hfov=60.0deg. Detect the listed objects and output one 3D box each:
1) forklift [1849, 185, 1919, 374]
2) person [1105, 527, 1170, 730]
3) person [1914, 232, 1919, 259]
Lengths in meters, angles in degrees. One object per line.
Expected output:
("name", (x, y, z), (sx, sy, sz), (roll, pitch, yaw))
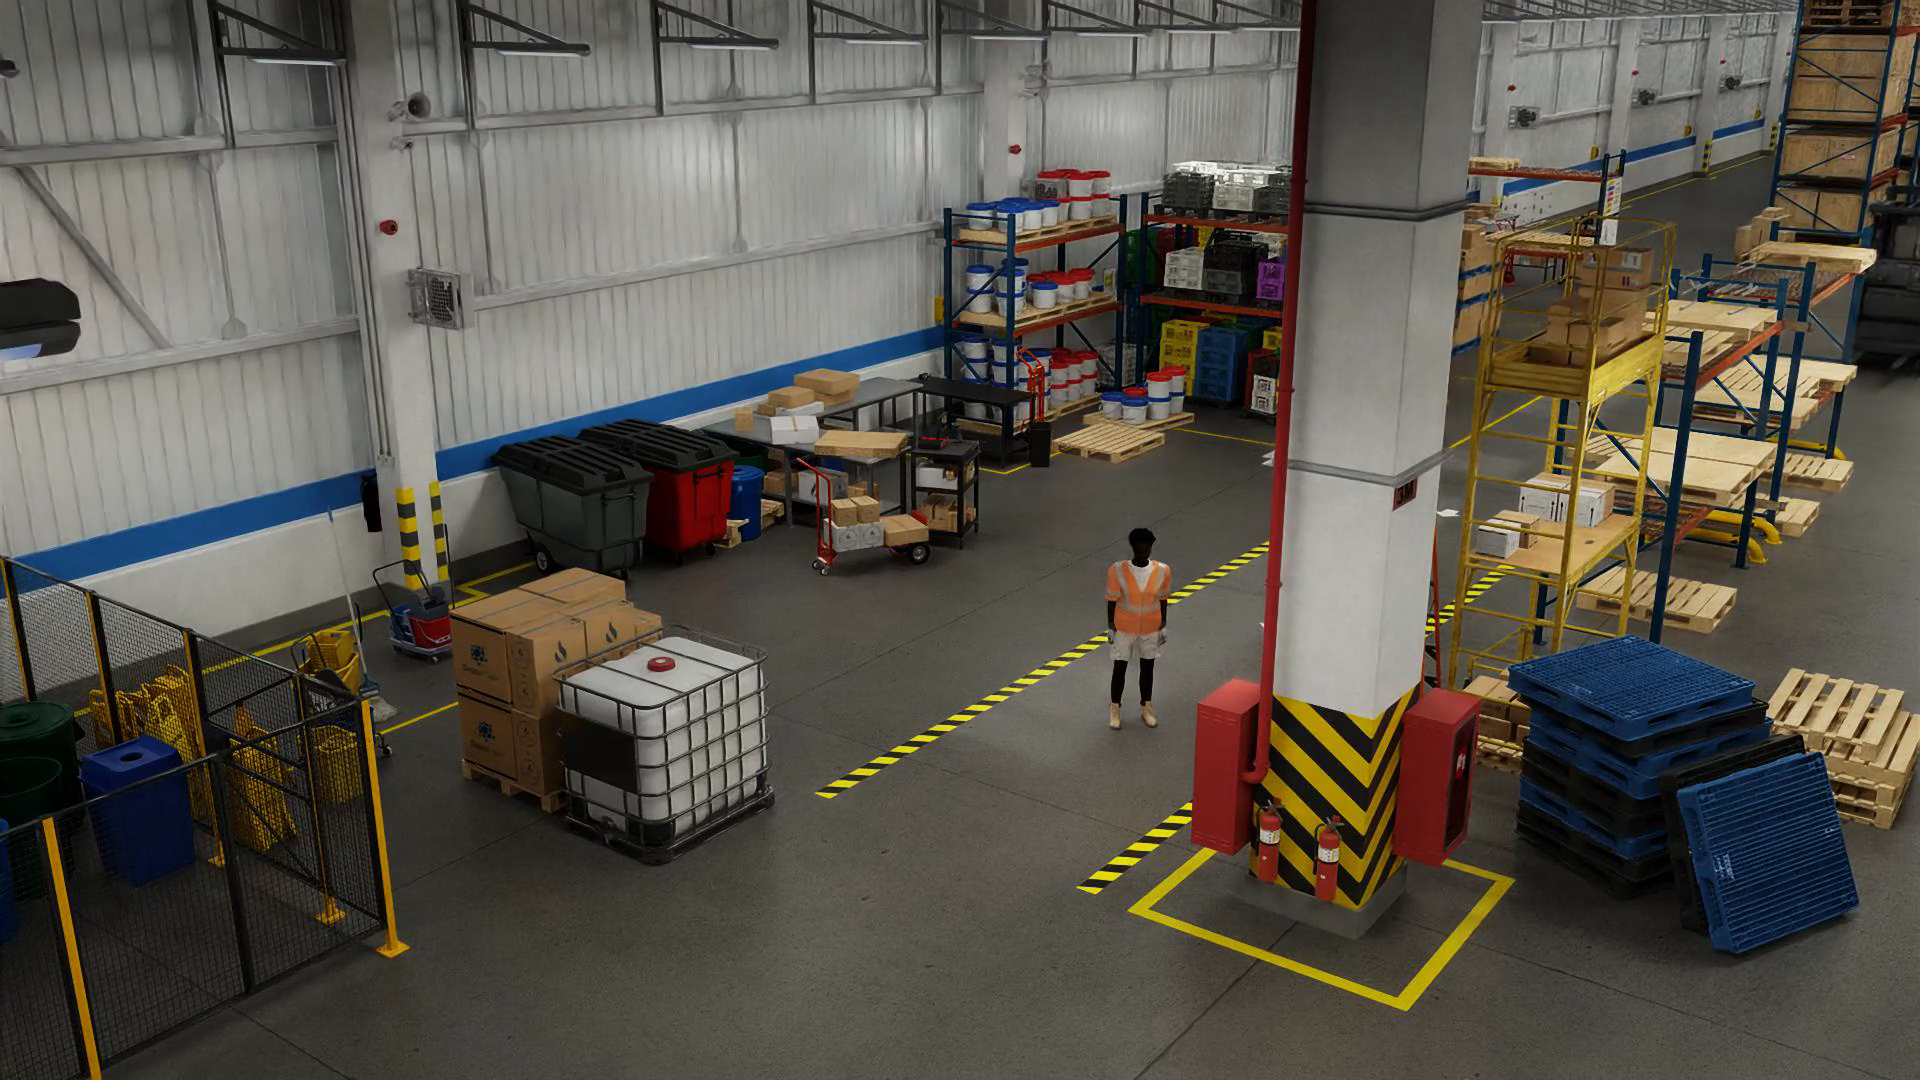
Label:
("forklift", (15.101, -4.223, 26.543), (1.129, 2.768, 1.873), (13, 22, 34))
("person", (1.419, 0.703, 13.342), (0.533, 1.696, 0.318), (-2, 18, -7))
("person", (17.938, -5.121, 30.780), (0.551, 1.942, 0.345), (5, 19, 15))
